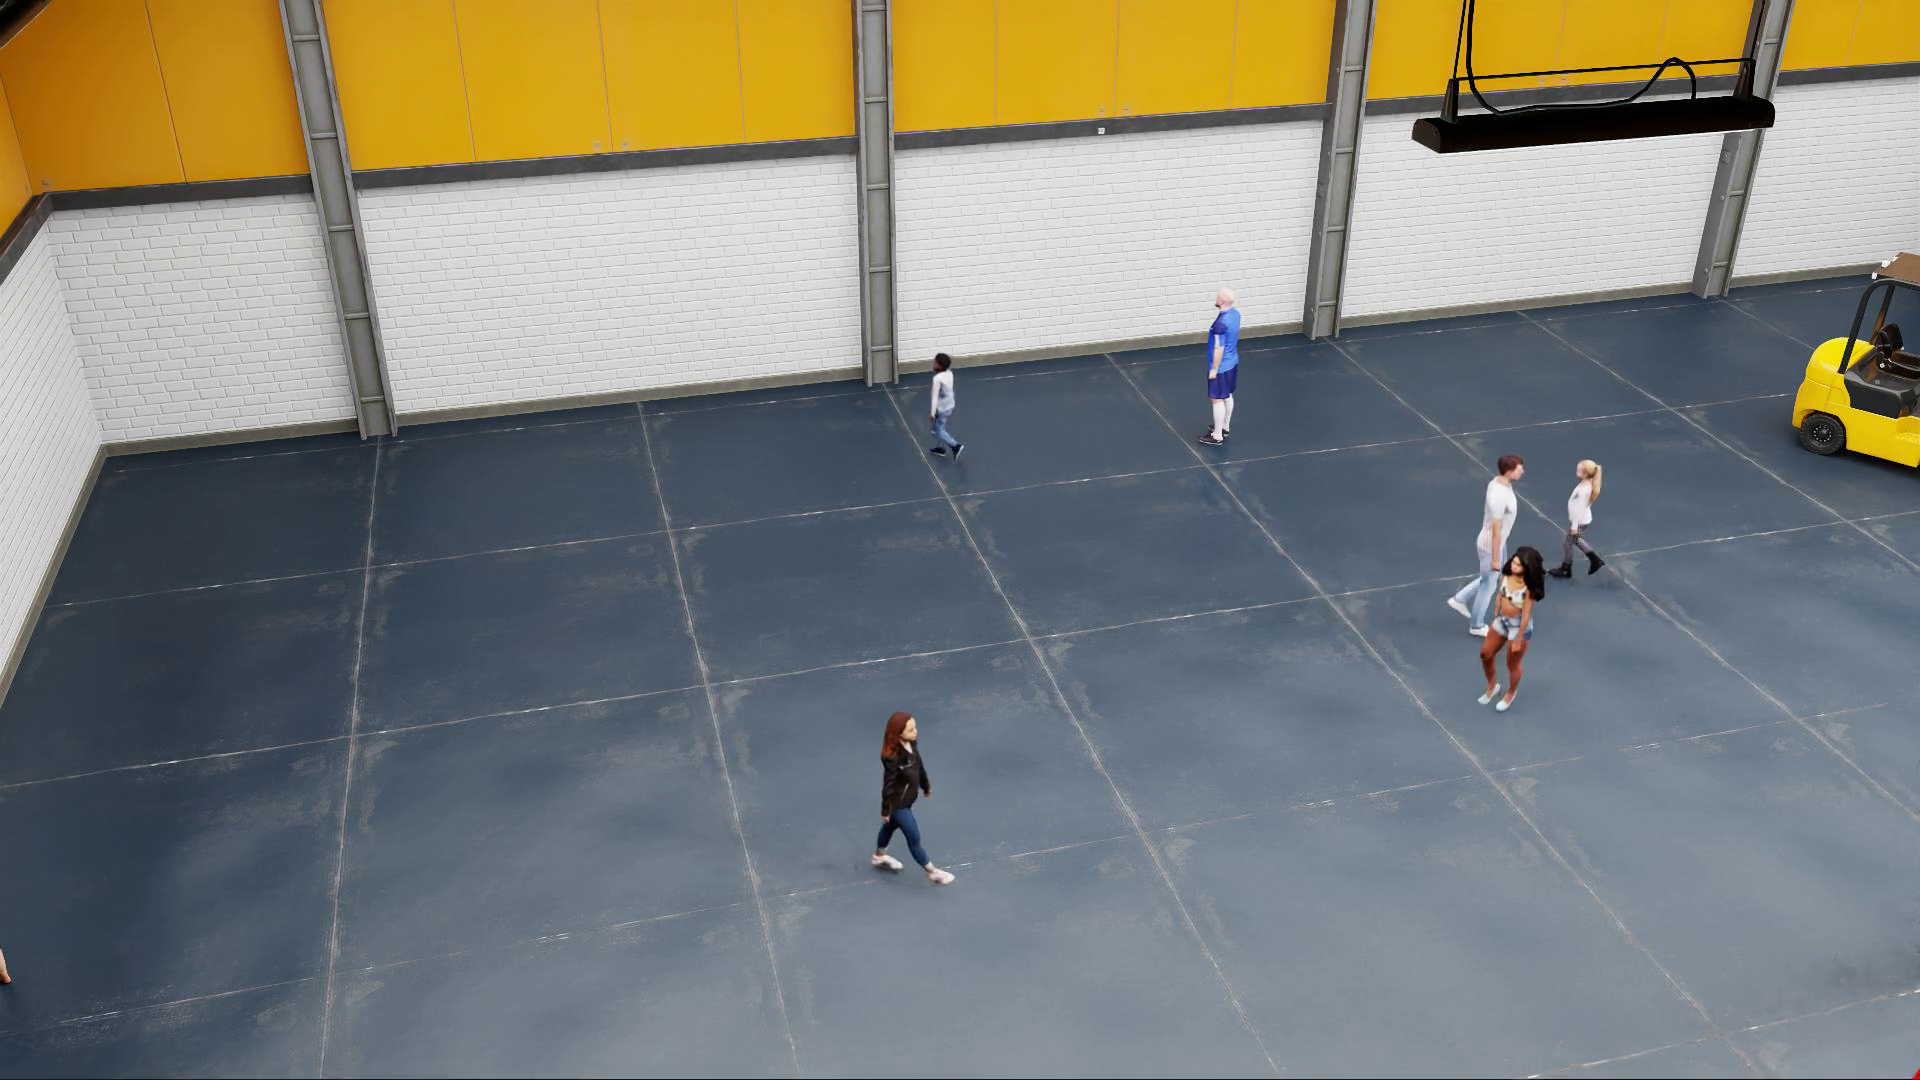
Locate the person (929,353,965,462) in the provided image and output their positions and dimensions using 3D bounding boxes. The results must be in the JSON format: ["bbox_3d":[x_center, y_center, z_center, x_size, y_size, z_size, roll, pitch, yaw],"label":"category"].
[{"bbox_3d":[-0.159,-1.465,18.524,0.794,1.245,0.745,17,33,29],"label":"person"}]

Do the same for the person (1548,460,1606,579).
[{"bbox_3d":[6.079,-0.174,16.137,0.806,1.265,0.747,16,32,27],"label":"person"}]

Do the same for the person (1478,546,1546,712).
[{"bbox_3d":[4.734,0.745,14.092,0.680,1.610,0.633,-14,31,-23],"label":"person"}]

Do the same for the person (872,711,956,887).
[{"bbox_3d":[-0.494,1.870,12.198,1.026,1.449,0.900,10,30,18],"label":"person"}]

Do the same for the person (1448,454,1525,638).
[{"bbox_3d":[4.747,0.050,15.125,0.911,1.840,0.842,9,30,15],"label":"person"}]

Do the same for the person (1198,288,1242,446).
[{"bbox_3d":[2.975,-1.984,18.853,0.812,1.842,0.751,15,32,26],"label":"person"}]
